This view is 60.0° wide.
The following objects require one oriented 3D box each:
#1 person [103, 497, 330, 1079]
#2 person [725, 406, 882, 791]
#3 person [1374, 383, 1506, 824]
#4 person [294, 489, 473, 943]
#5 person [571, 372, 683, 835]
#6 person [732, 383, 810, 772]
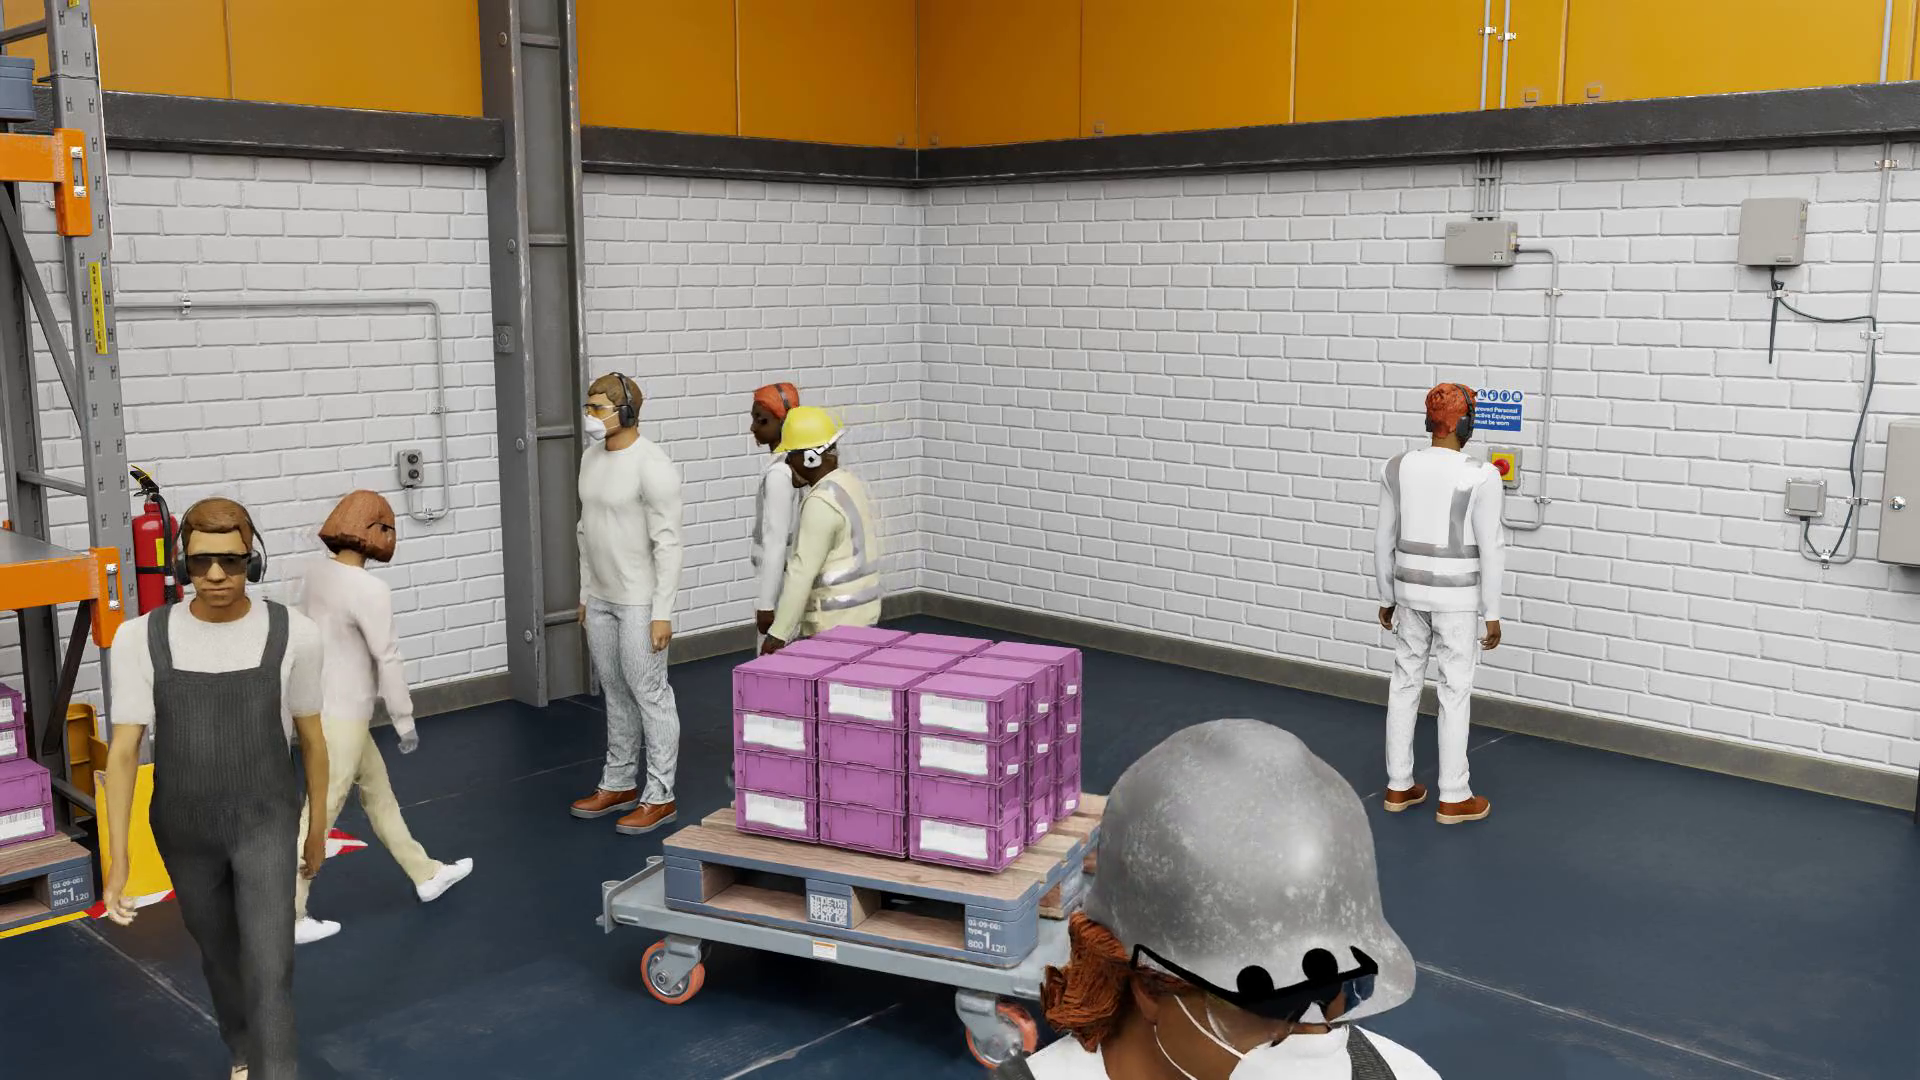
[{"bbox_3d":[-1.919,0.776,4.347,0.525,1.790,1.012,-3,10,-16],"label":"person"},{"bbox_3d":[-0.623,0.327,7.091,0.906,1.774,0.621,1,9,3],"label":"person"},{"bbox_3d":[2.056,0.268,7.148,0.337,1.882,0.585,-9,13,-44],"label":"person"},{"bbox_3d":[-2.135,0.610,5.933,0.832,1.580,0.513,-9,13,-42],"label":"person"},{"bbox_3d":[-1.406,0.263,7.014,0.377,1.940,0.628,-9,13,-44],"label":"person"},{"bbox_3d":[-0.781,0.198,7.668,0.569,1.857,0.665,1,9,7],"label":"person"}]
